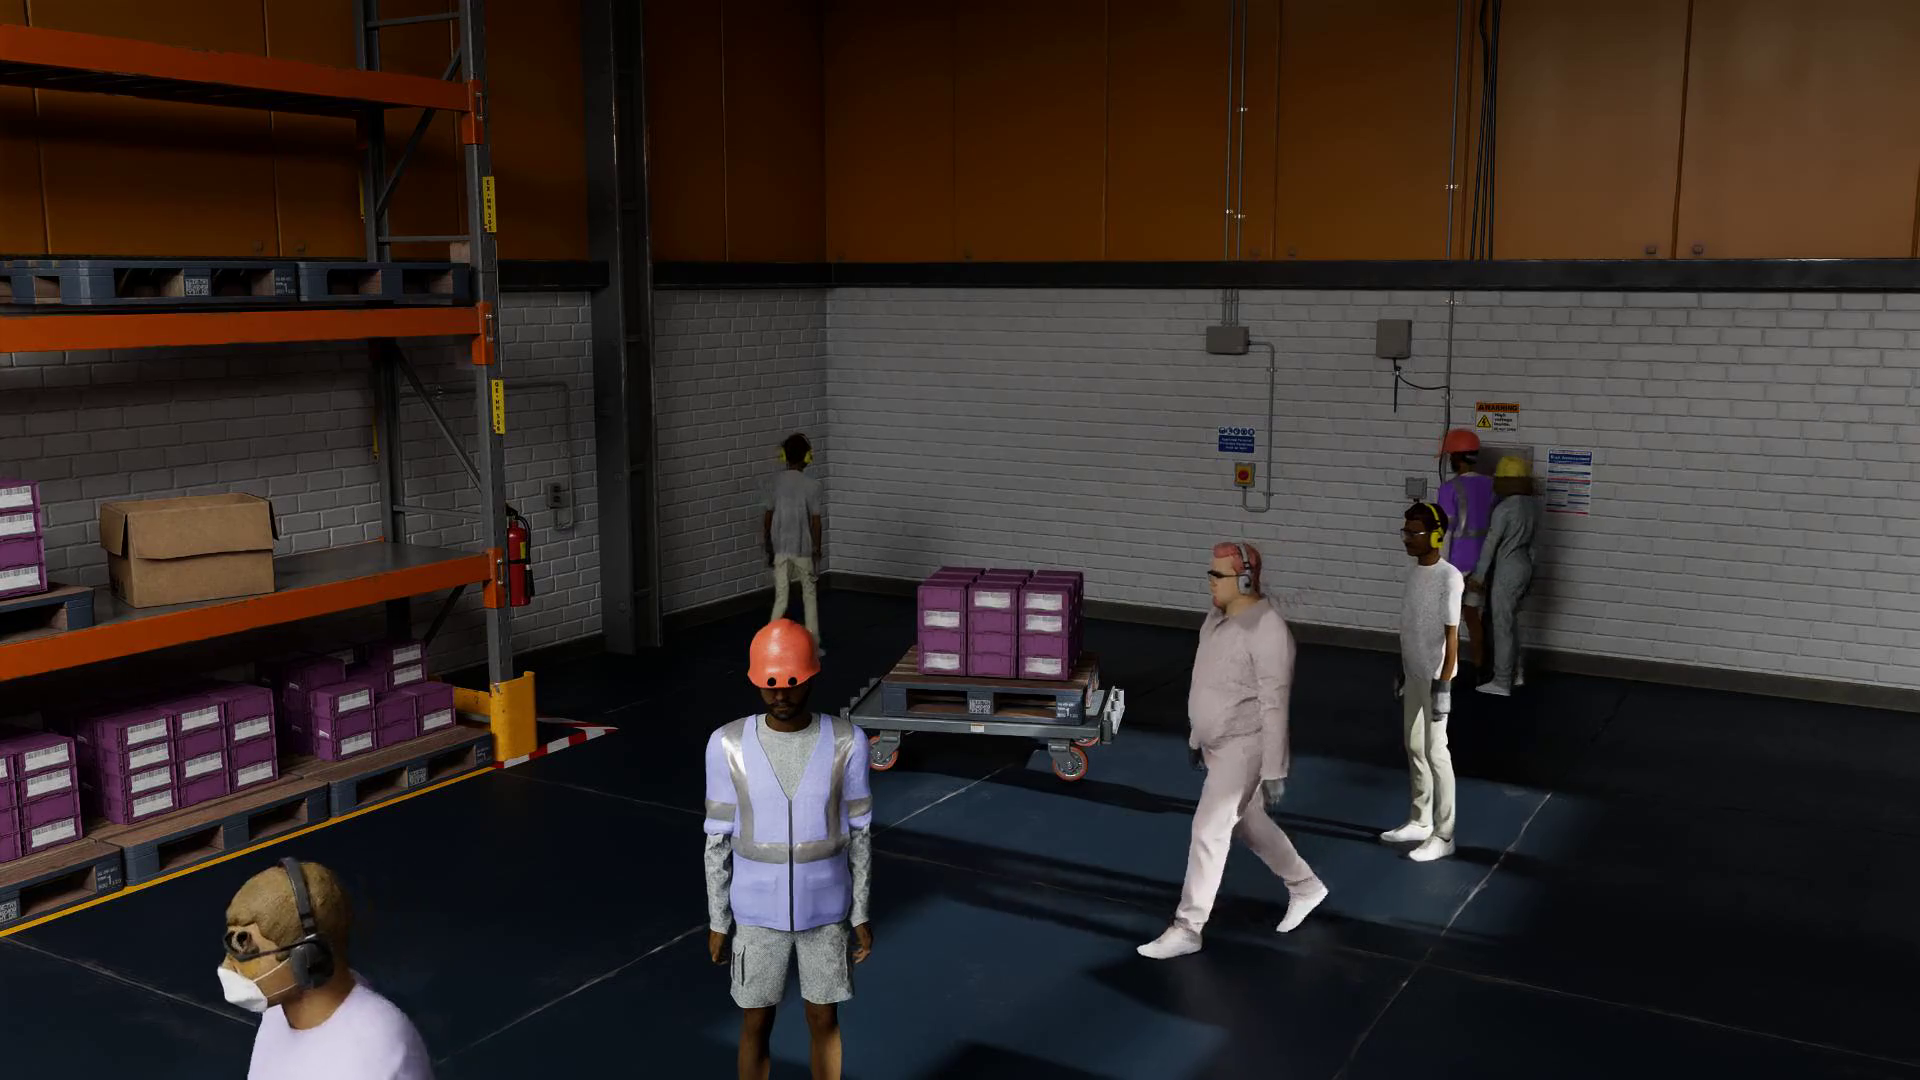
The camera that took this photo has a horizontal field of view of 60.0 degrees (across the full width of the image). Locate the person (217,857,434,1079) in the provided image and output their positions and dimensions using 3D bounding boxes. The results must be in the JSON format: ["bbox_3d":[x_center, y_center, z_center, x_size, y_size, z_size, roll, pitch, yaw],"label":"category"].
[{"bbox_3d":[-1.192,1.549,3.333,0.475,1.927,0.642,-7,12,-39],"label":"person"}]

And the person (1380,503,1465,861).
[{"bbox_3d":[2.422,0.723,8.672,0.326,1.863,0.508,-2,9,-14],"label":"person"}]

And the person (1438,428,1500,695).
[{"bbox_3d":[3.627,0.151,12.042,0.558,1.932,0.382,-6,11,-31],"label":"person"}]

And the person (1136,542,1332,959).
[{"bbox_3d":[1.270,0.918,7.445,0.958,1.869,0.655,-2,9,-14],"label":"person"}]

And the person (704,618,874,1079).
[{"bbox_3d":[-0.553,1.203,5.430,0.553,1.935,0.361,-1,9,-7],"label":"person"}]

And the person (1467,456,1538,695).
[{"bbox_3d":[3.910,0.260,11.948,0.365,1.736,0.503,9,13,44],"label":"person"}]

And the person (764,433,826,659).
[{"bbox_3d":[-1.293,0.097,12.701,0.536,1.829,0.954,2,9,13],"label":"person"}]
